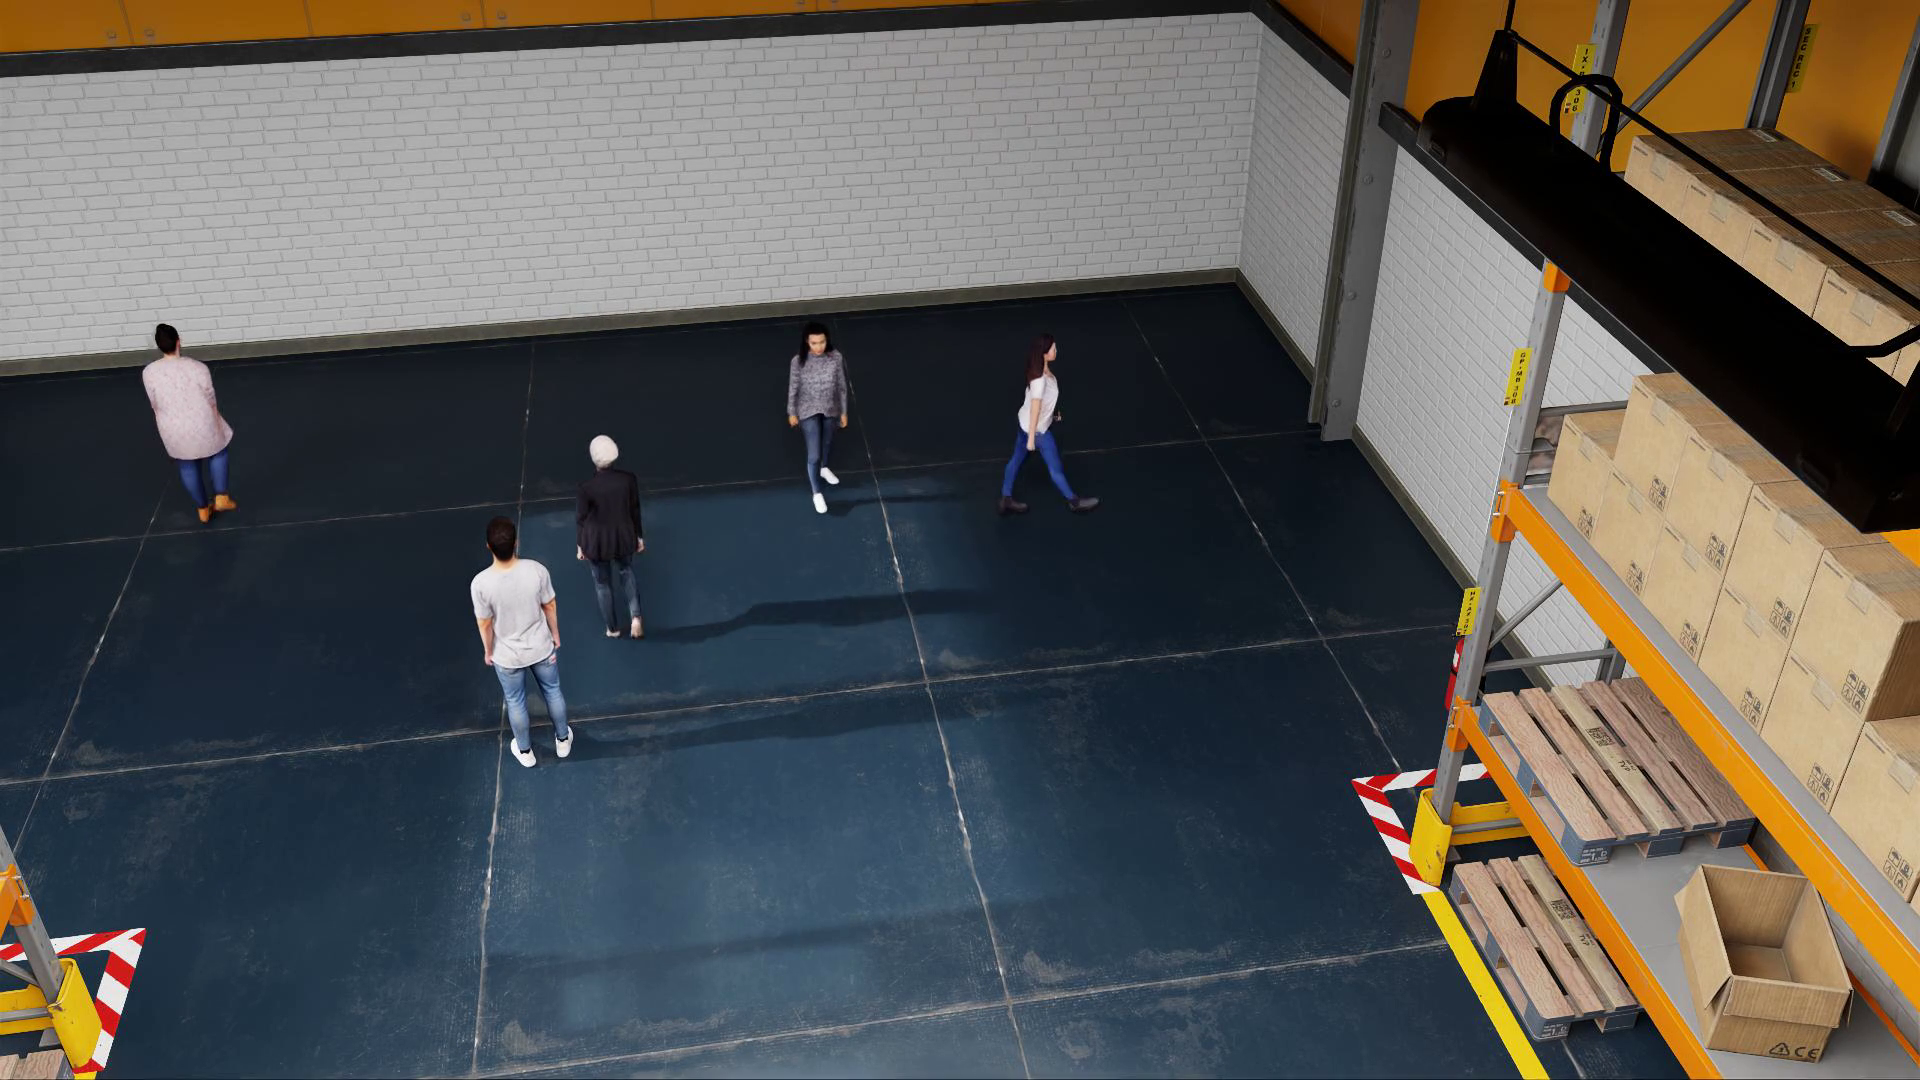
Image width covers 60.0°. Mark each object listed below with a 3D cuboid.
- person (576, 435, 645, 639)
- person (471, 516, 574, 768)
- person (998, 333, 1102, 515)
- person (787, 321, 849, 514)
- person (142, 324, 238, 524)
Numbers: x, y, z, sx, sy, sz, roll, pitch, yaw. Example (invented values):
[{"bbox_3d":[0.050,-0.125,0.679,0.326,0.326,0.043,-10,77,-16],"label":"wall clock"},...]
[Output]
[{"bbox_3d":[-2.548,0.069,11.987,0.828,1.771,0.783,-17,37,-24],"label":"person"},{"bbox_3d":[-2.856,0.665,10.847,0.725,1.890,0.654,-14,36,-20],"label":"person"},{"bbox_3d":[0.508,-0.881,13.393,0.699,1.647,0.989,-4,34,-6],"label":"person"},{"bbox_3d":[-1.158,-1.073,13.654,0.717,1.678,0.923,-10,35,-15],"label":"person"},{"bbox_3d":[-6.206,-0.893,13.333,0.689,1.732,0.681,-7,34,-10],"label":"person"}]
